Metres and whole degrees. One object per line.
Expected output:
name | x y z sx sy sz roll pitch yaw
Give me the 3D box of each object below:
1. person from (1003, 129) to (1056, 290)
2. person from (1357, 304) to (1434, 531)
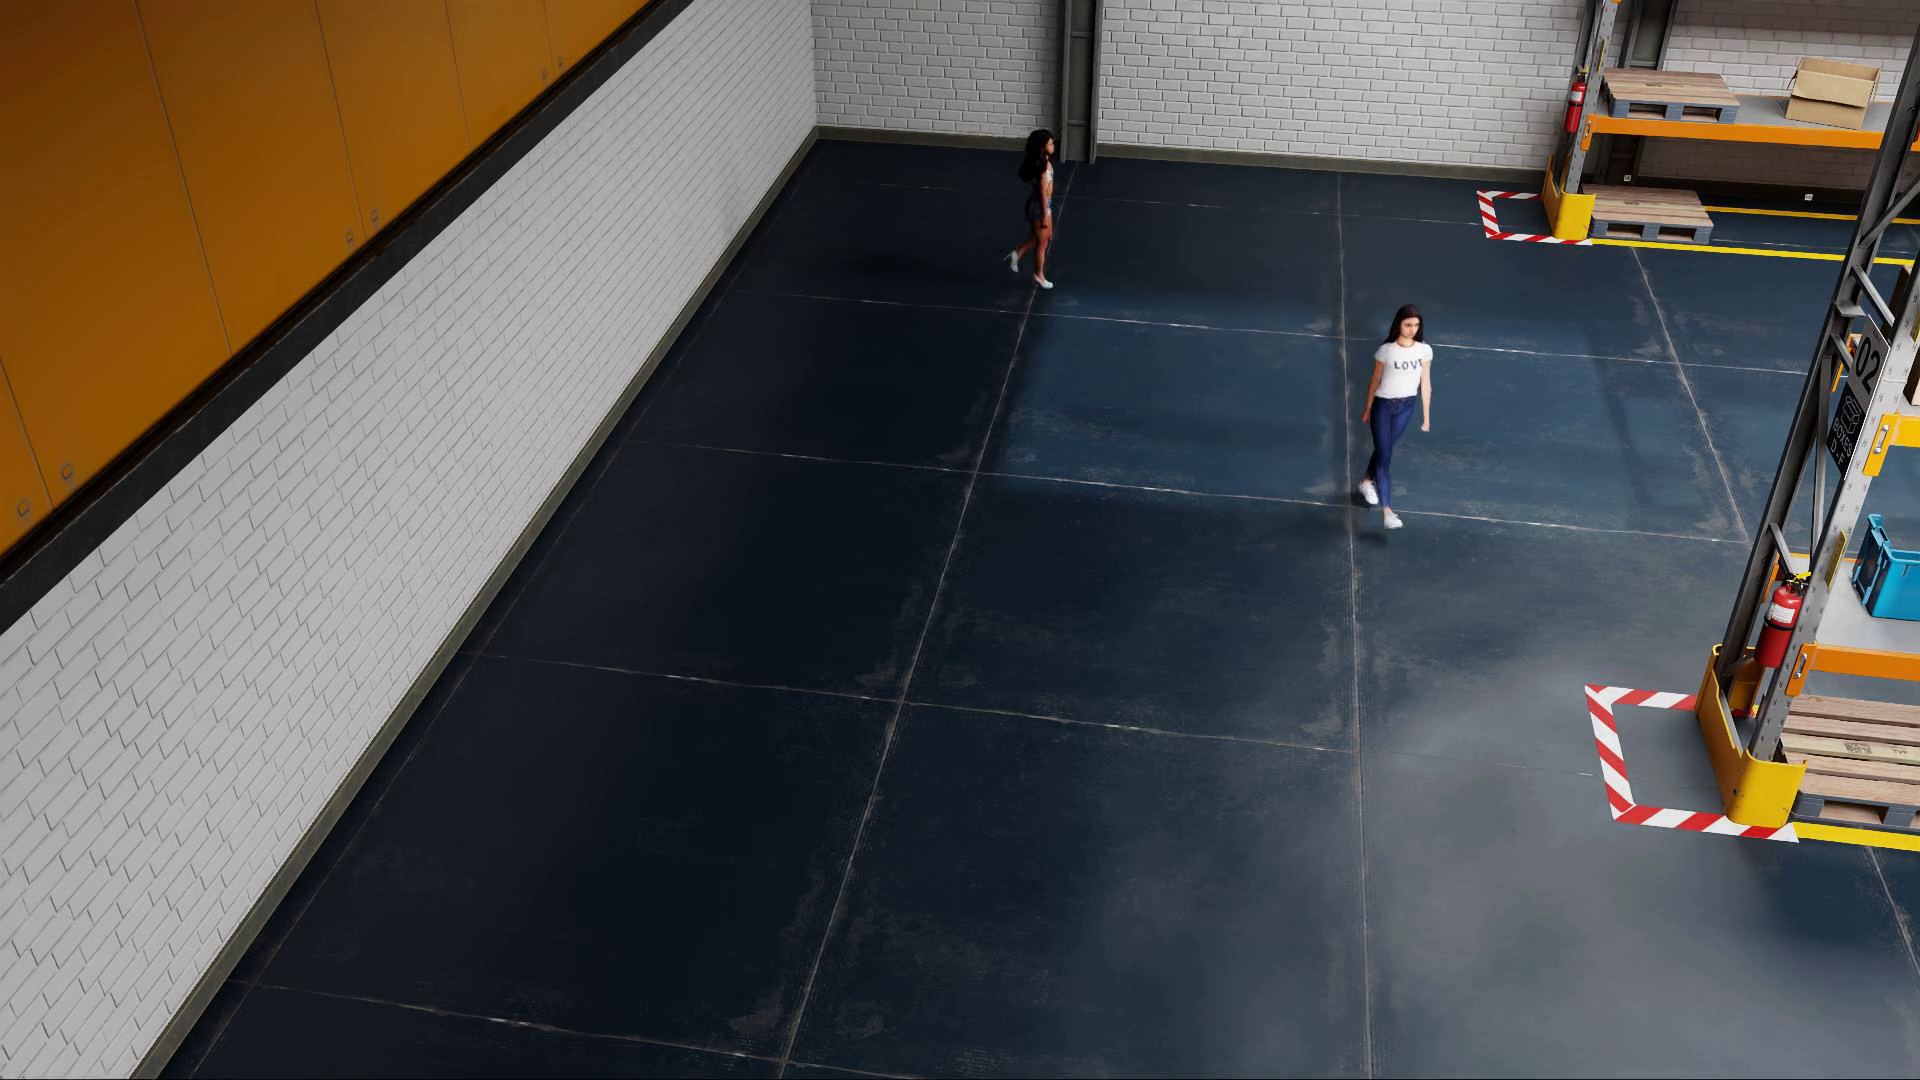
person | 0.700 -3.179 16.072 0.719 1.614 0.569 4 34 6
person | 3.261 -1.012 12.696 1.084 1.743 0.943 -7 34 -10
